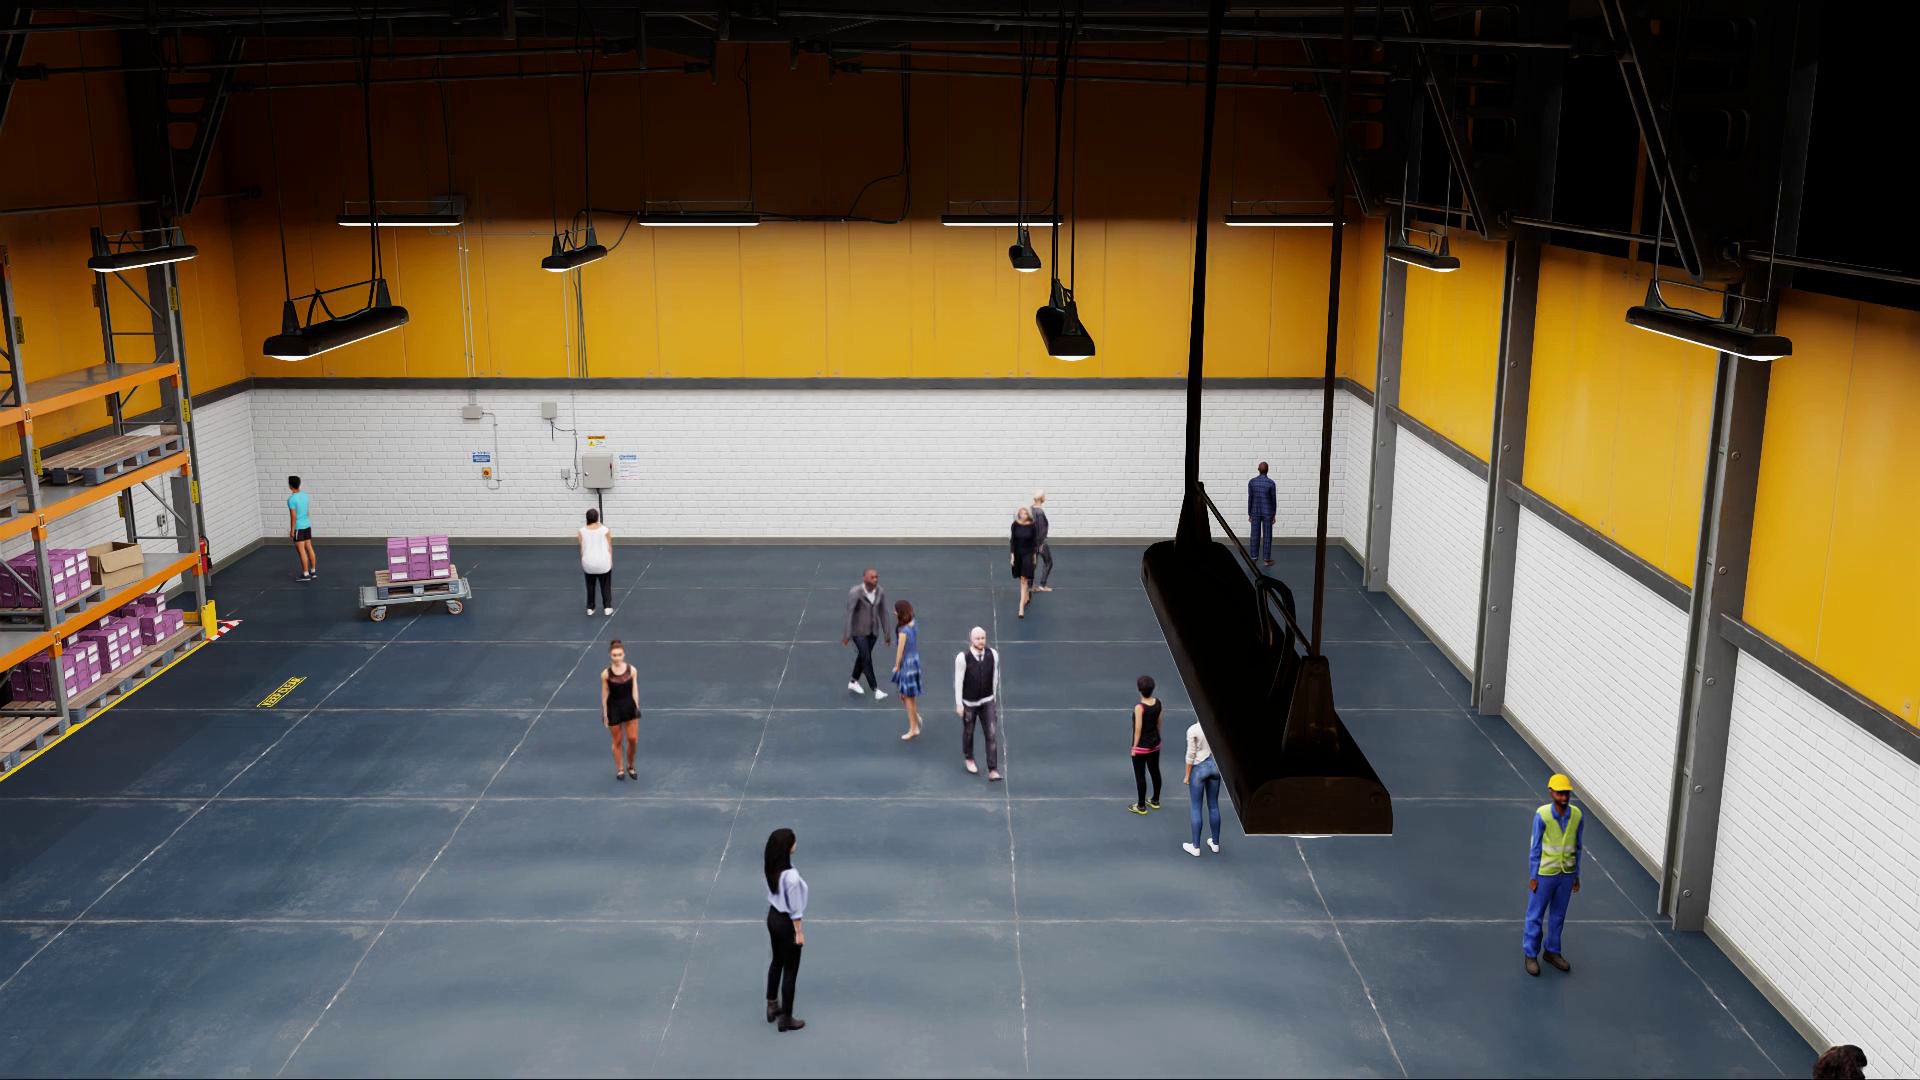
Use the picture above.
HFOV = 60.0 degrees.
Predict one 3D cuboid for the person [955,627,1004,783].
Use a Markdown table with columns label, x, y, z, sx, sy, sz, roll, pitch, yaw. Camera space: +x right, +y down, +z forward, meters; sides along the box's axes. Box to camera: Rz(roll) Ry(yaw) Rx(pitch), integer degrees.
| label | x | y | z | sx | sy | sz | roll | pitch | yaw |
| --- | --- | --- | --- | --- | --- | --- | --- | --- | --- |
| person | 0.171 | 1.865 | 19.218 | 0.948 | 1.785 | 1.220 | -5 | 14 | -18 |

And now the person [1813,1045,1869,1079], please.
| label | x | y | z | sx | sy | sz | roll | pitch | yaw |
| --- | --- | --- | --- | --- | --- | --- | --- | --- | --- |
| person | 5.682 | 3.999 | 10.769 | 0.749 | 1.614 | 0.687 | -13 | 19 | -43 |

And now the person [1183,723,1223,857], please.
| label | x | y | z | sx | sy | sz | roll | pitch | yaw |
| --- | --- | --- | --- | --- | --- | --- | --- | --- | --- |
| person | 2.532 | 2.405 | 17.128 | 0.676 | 1.720 | 0.650 | -5 | 15 | -20 |

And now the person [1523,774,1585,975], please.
| label | x | y | z | sx | sy | sz | roll | pitch | yaw |
| --- | --- | --- | --- | --- | --- | --- | --- | --- | --- |
| person | 5.257 | 2.936 | 14.737 | 0.703 | 1.813 | 0.647 | -3 | 14 | -11 |

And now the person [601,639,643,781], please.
| label | x | y | z | sx | sy | sz | roll | pitch | yaw |
| --- | --- | --- | --- | --- | --- | --- | --- | --- | --- |
| person | -3.911 | 1.943 | 19.152 | 0.691 | 1.664 | 0.750 | -5 | 14 | -18 |

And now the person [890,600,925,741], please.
| label | x | y | z | sx | sy | sz | roll | pitch | yaw |
| --- | --- | --- | --- | --- | --- | --- | --- | --- | --- |
| person | -0.555 | 1.604 | 20.273 | 0.775 | 1.796 | 0.658 | 2 | 14 | 10 |

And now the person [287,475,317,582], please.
| label | x | y | z | sx | sy | sz | roll | pitch | yaw |
| --- | --- | --- | --- | --- | --- | --- | --- | --- | --- |
| person | -11.008 | -0.208 | 27.801 | 0.721 | 1.775 | 0.540 | 3 | 14 | 14 |

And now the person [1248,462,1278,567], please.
| label | x | y | z | sx | sy | sz | roll | pitch | yaw |
| --- | --- | --- | --- | --- | --- | --- | --- | --- | --- |
| person | 5.233 | -0.470 | 28.788 | 0.742 | 1.820 | 0.730 | 5 | 15 | 21 |

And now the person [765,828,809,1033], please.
| label | x | y | z | sx | sy | sz | roll | pitch | yaw |
| --- | --- | --- | --- | --- | --- | --- | --- | --- | --- |
| person | -1.469 | 3.208 | 13.760 | 0.782 | 1.743 | 0.680 | -9 | 16 | -33 |

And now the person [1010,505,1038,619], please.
| label | x | y | z | sx | sy | sz | roll | pitch | yaw |
| --- | --- | --- | --- | --- | --- | --- | --- | --- | --- |
| person | 0.982 | 0.294 | 25.873 | 0.762 | 1.706 | 1.194 | 3 | 14 | 13 |

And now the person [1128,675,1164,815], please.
| label | x | y | z | sx | sy | sz | roll | pitch | yaw |
| --- | --- | --- | --- | --- | --- | --- | --- | --- | --- |
| person | 2.051 | 2.226 | 18.224 | 0.624 | 1.551 | 0.665 | -10 | 17 | -35 |

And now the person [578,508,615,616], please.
| label | x | y | z | sx | sy | sz | roll | pitch | yaw |
| --- | --- | --- | --- | --- | --- | --- | --- | --- | --- |
| person | -5.635 | 0.325 | 25.786 | 0.639 | 1.687 | 0.586 | 0 | 14 | 1 |

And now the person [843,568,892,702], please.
| label | x | y | z | sx | sy | sz | roll | pitch | yaw |
| --- | --- | --- | --- | --- | --- | --- | --- | --- | --- |
| person | -1.302 | 1.229 | 21.896 | 1.169 | 1.760 | 1.284 | -10 | 17 | -37 |

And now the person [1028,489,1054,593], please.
| label | x | y | z | sx | sy | sz | roll | pitch | yaw |
| --- | --- | --- | --- | --- | --- | --- | --- | --- | --- |
| person | 1.185 | 0.023 | 26.974 | 0.788 | 1.715 | 0.704 | -9 | 16 | -33 |
